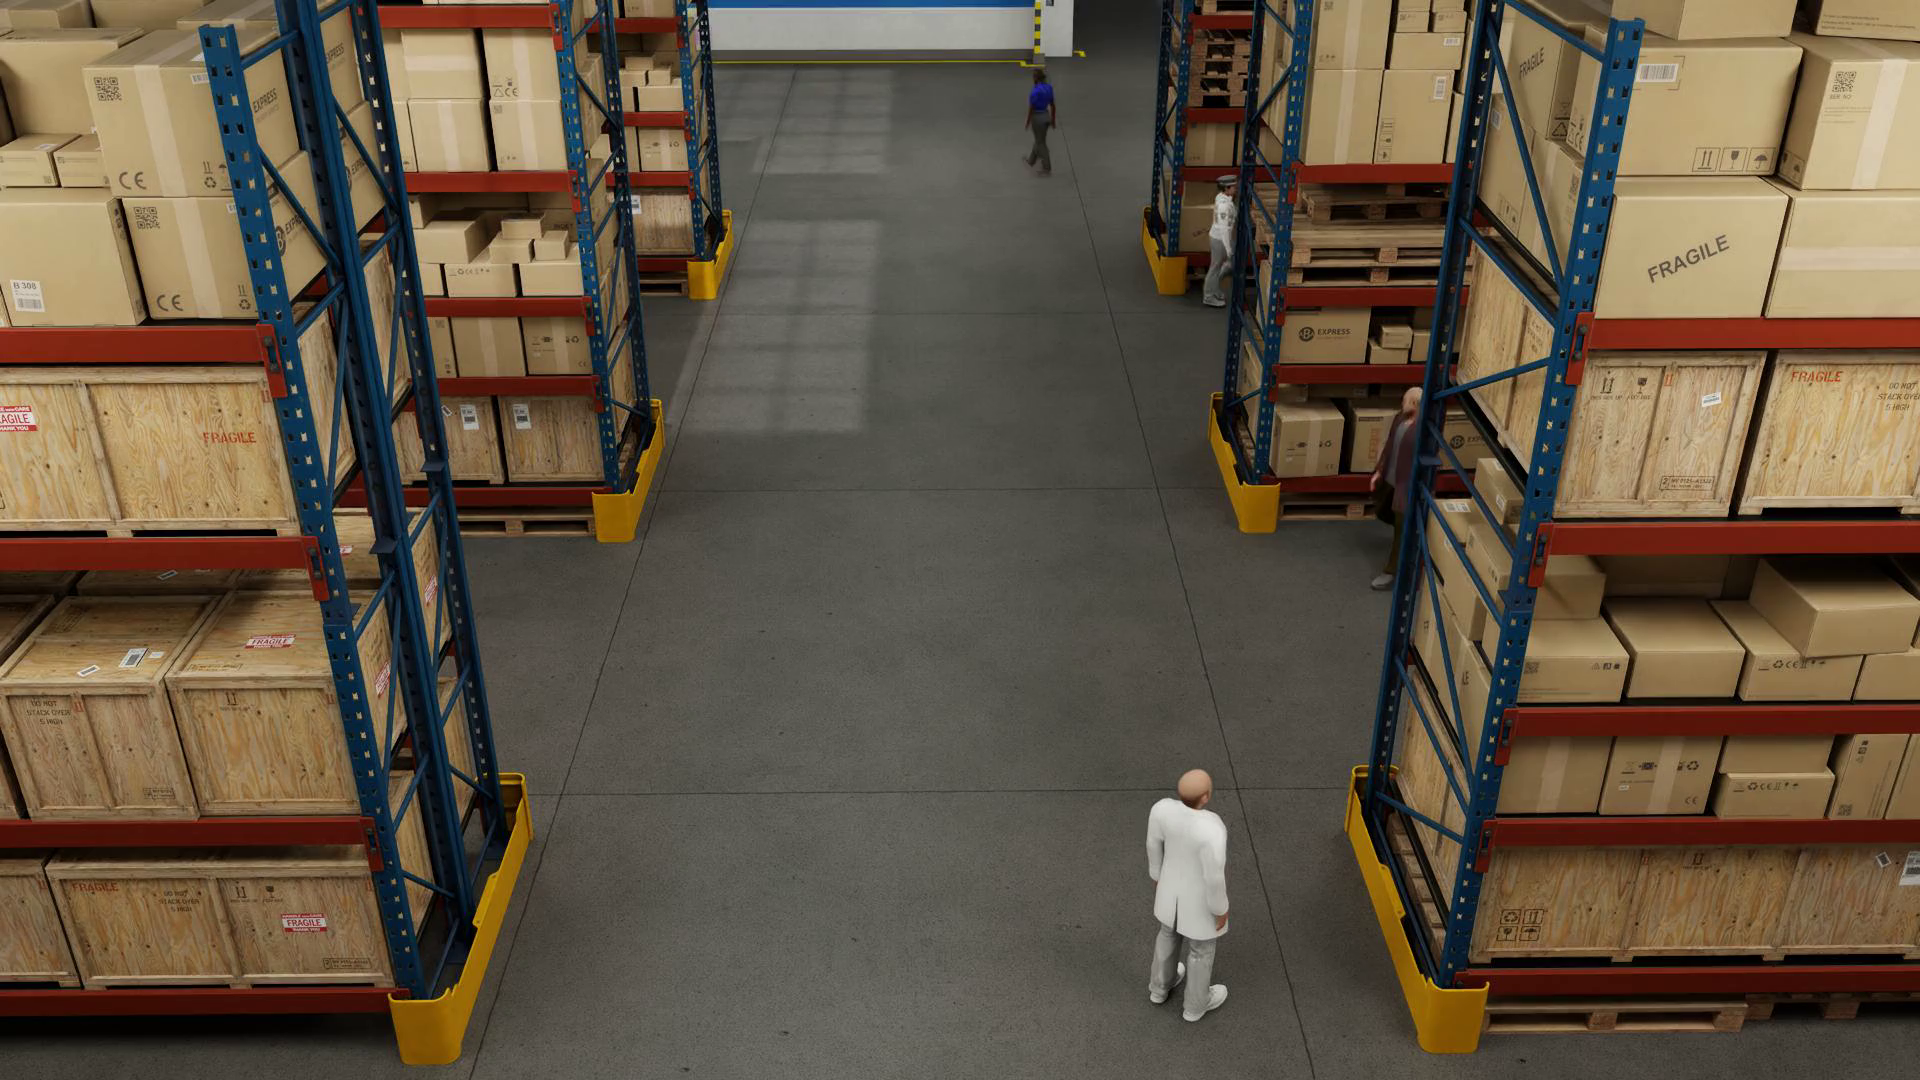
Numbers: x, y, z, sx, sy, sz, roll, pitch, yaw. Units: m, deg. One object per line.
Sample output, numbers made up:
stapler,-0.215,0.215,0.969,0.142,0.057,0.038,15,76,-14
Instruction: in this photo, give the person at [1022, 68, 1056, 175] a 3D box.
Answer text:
person,1.187,-6.672,26.403,0.771,1.642,0.464,23,36,36

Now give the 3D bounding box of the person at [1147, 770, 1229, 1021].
person,1.413,2.088,10.005,0.565,1.780,0.416,23,36,36

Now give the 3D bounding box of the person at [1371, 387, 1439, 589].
person,4.006,-0.520,14.900,0.870,1.741,0.660,-10,30,-18

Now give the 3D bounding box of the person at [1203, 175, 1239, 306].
person,3.332,-3.786,20.998,0.414,1.668,0.539,4,29,8
